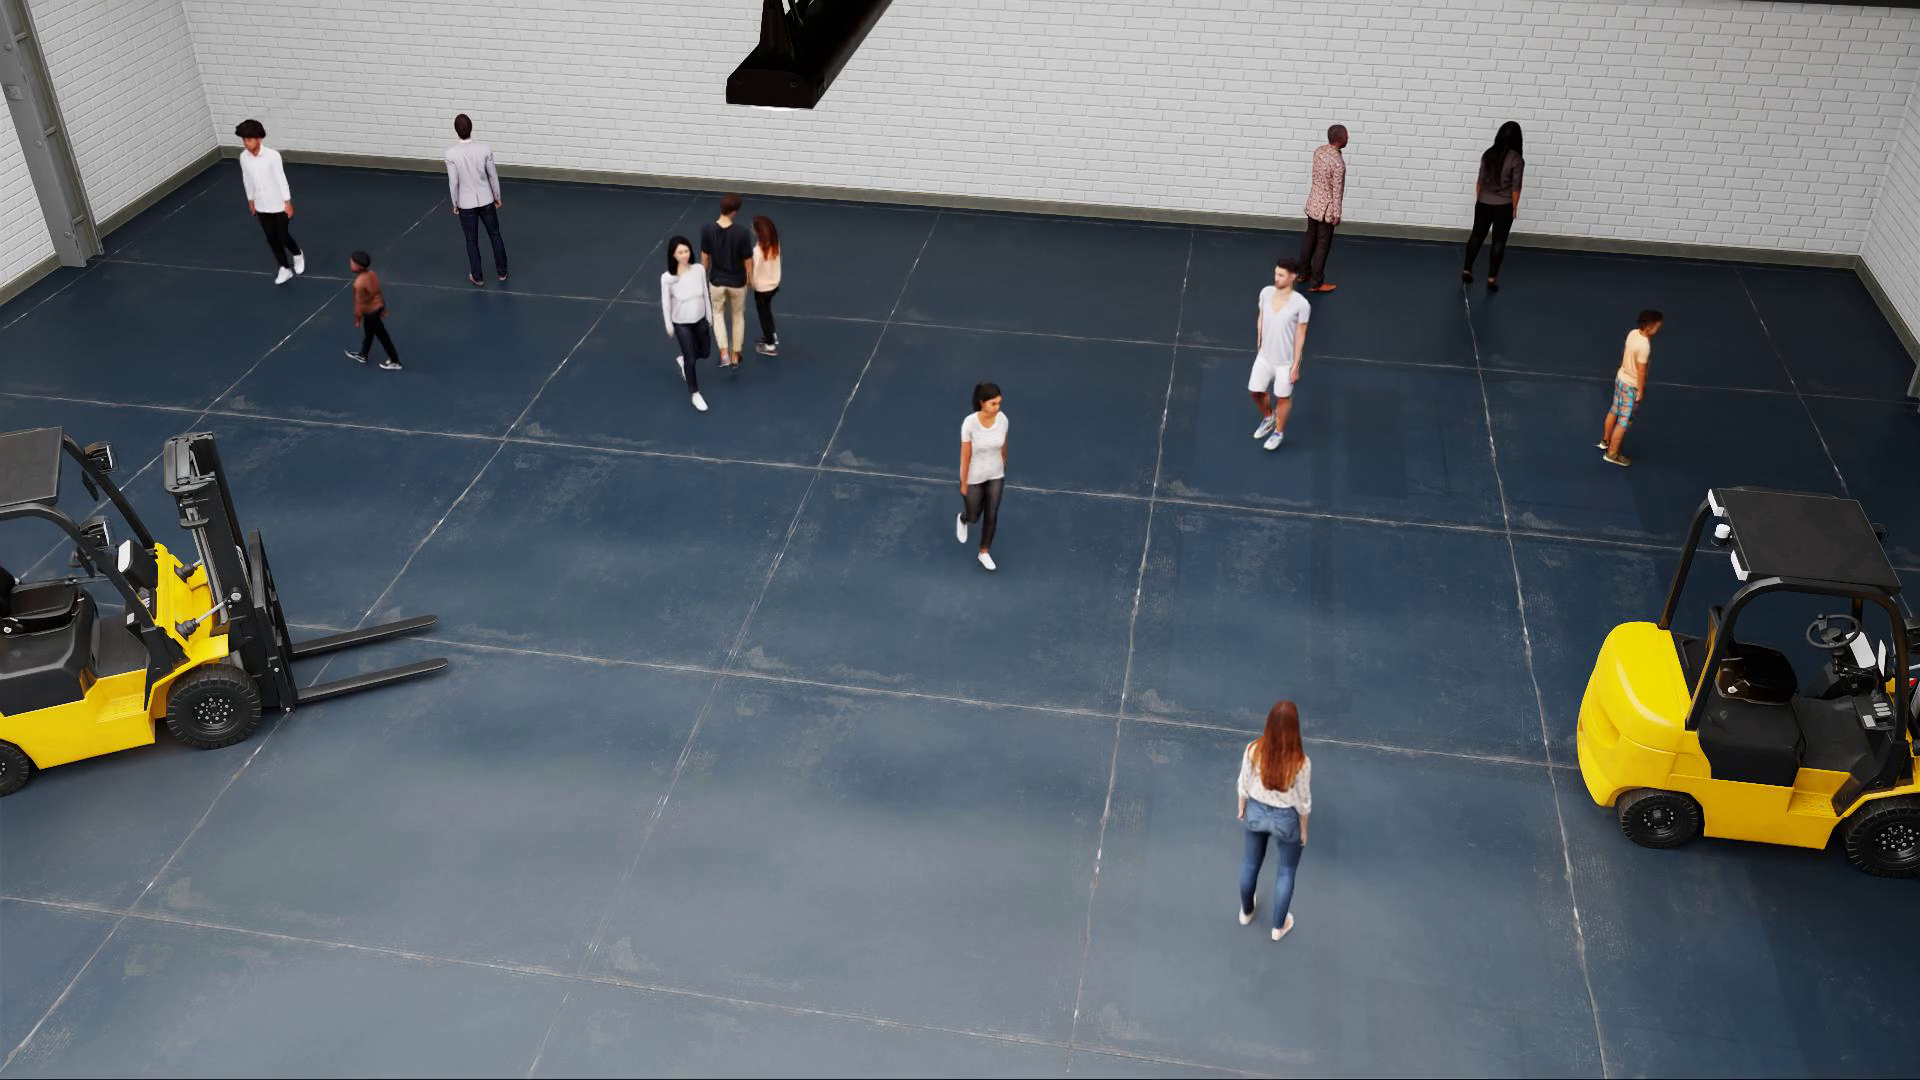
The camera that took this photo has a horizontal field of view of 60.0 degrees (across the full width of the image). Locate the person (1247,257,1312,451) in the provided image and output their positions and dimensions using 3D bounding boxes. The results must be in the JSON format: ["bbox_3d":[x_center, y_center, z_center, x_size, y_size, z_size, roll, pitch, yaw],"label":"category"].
[{"bbox_3d":[2.904,-1.683,14.822,0.834,1.837,0.852,25,41,32],"label":"person"}]

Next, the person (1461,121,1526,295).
[{"bbox_3d":[5.656,-3.515,17.577,0.750,1.838,0.777,28,43,35],"label":"person"}]

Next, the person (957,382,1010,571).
[{"bbox_3d":[0.150,-0.545,13.302,0.811,1.624,0.907,-14,36,-19],"label":"person"}]

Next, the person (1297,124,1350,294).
[{"bbox_3d":[3.848,-3.528,17.628,0.828,1.803,0.713,-12,35,-17],"label":"person"}]

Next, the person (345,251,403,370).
[{"bbox_3d":[-5.653,-2.213,16.163,0.621,1.235,0.751,4,34,6],"label":"person"}]

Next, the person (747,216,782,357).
[{"bbox_3d":[-1.886,-2.487,16.363,0.684,1.469,0.582,17,37,23],"label":"person"}]

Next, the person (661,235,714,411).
[{"bbox_3d":[-2.561,-2.075,15.548,0.943,1.686,1.002,-21,39,-28],"label":"person"}]

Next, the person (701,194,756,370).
[{"bbox_3d":[-2.201,-2.435,15.969,0.776,1.819,0.799,-5,34,-8],"label":"person"}]

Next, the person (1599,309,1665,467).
[{"bbox_3d":[5.945,-1.408,14.754,0.732,1.455,0.514,-7,34,-10],"label":"person"}]

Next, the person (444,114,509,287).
[{"bbox_3d":[-5.167,-3.629,17.735,0.763,1.852,0.789,-16,37,-23],"label":"person"}]

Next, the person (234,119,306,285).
[{"bbox_3d":[-7.343,-3.651,17.817,0.639,1.799,0.660,5,34,8],"label":"person"}]

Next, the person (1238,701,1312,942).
[{"bbox_3d":[1.848,1.673,9.872,0.661,1.728,0.625,16,37,22],"label":"person"}]
